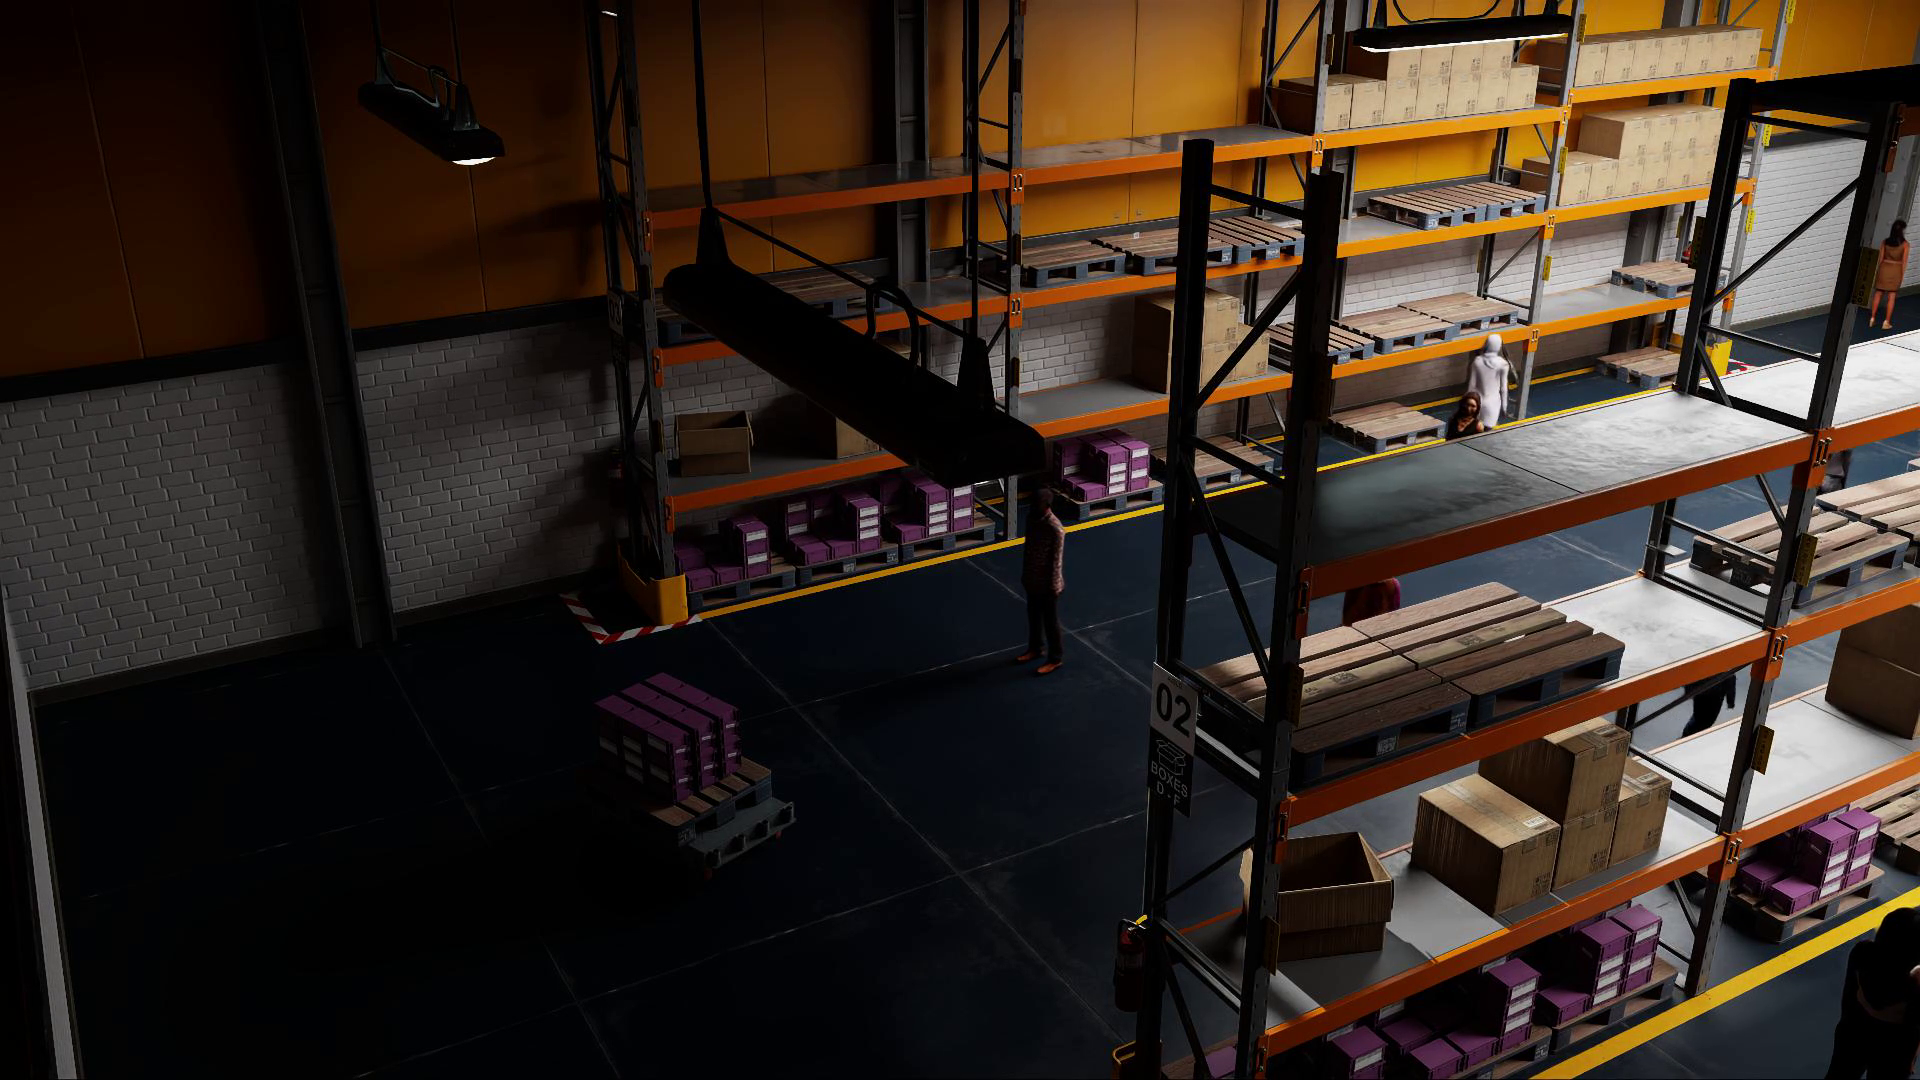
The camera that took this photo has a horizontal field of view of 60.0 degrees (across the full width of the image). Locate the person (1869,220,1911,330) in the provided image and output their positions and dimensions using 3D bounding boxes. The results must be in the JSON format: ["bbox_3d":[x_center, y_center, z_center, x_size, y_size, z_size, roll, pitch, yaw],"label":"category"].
[{"bbox_3d":[14.464,-4.129,25.881,0.563,1.686,0.592,-19,30,-37],"label":"person"}]

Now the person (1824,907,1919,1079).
[{"bbox_3d":[5.307,2.900,9.647,0.598,1.810,0.637,-12,26,-25],"label":"person"}]

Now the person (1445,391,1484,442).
[{"bbox_3d":[5.452,-0.774,18.043,0.714,1.817,0.691,-21,31,-39],"label":"person"}]

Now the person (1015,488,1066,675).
[{"bbox_3d":[0.776,0.348,15.494,0.576,1.803,0.667,-14,27,-29],"label":"person"}]

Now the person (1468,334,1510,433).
[{"bbox_3d":[6.289,-1.576,19.965,0.902,1.747,1.176,17,29,35],"label":"person"}]

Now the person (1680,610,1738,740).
[{"bbox_3d":[6.140,1.278,13.786,0.571,1.466,0.595,-9,25,-20],"label":"person"}]
